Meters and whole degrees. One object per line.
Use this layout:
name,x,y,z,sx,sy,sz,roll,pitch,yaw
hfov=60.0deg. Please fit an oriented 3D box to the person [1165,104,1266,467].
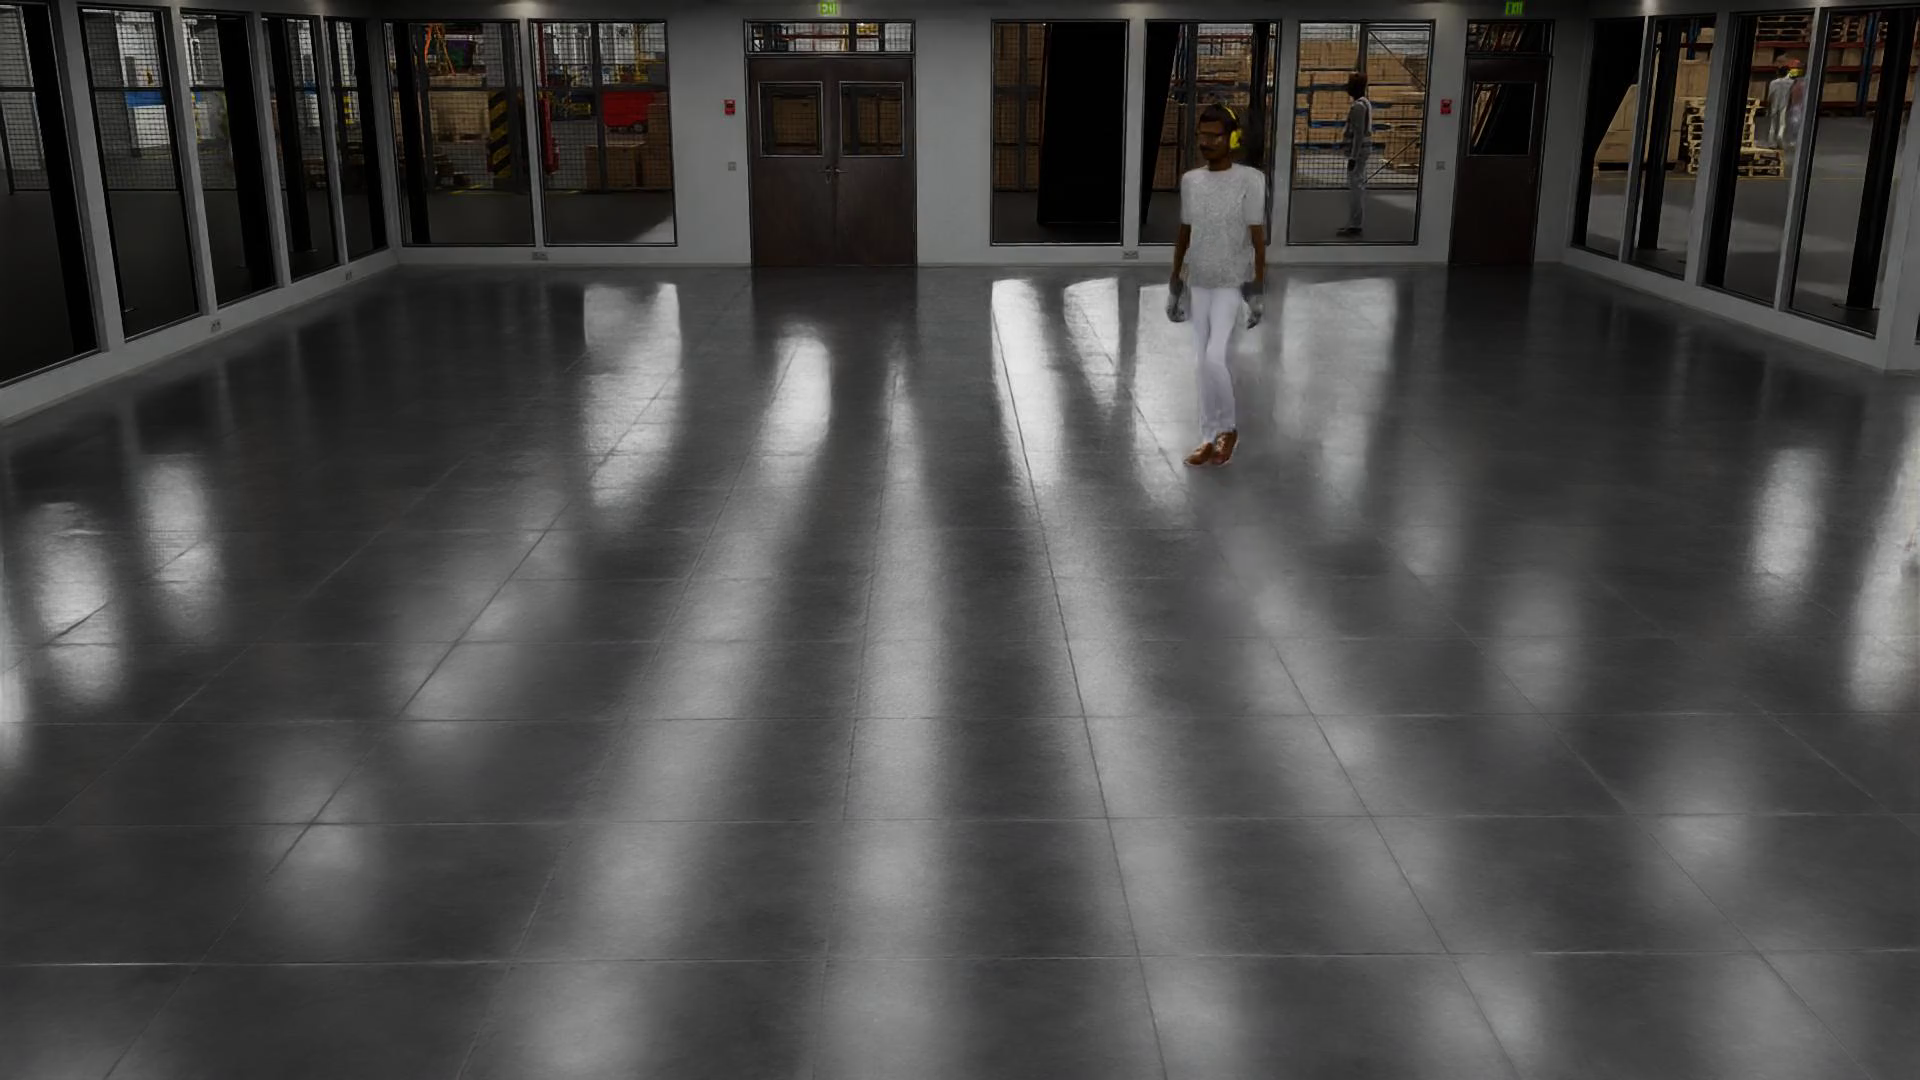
person,1.293,-1.284,8.557,0.550,1.858,0.416,15,22,41
